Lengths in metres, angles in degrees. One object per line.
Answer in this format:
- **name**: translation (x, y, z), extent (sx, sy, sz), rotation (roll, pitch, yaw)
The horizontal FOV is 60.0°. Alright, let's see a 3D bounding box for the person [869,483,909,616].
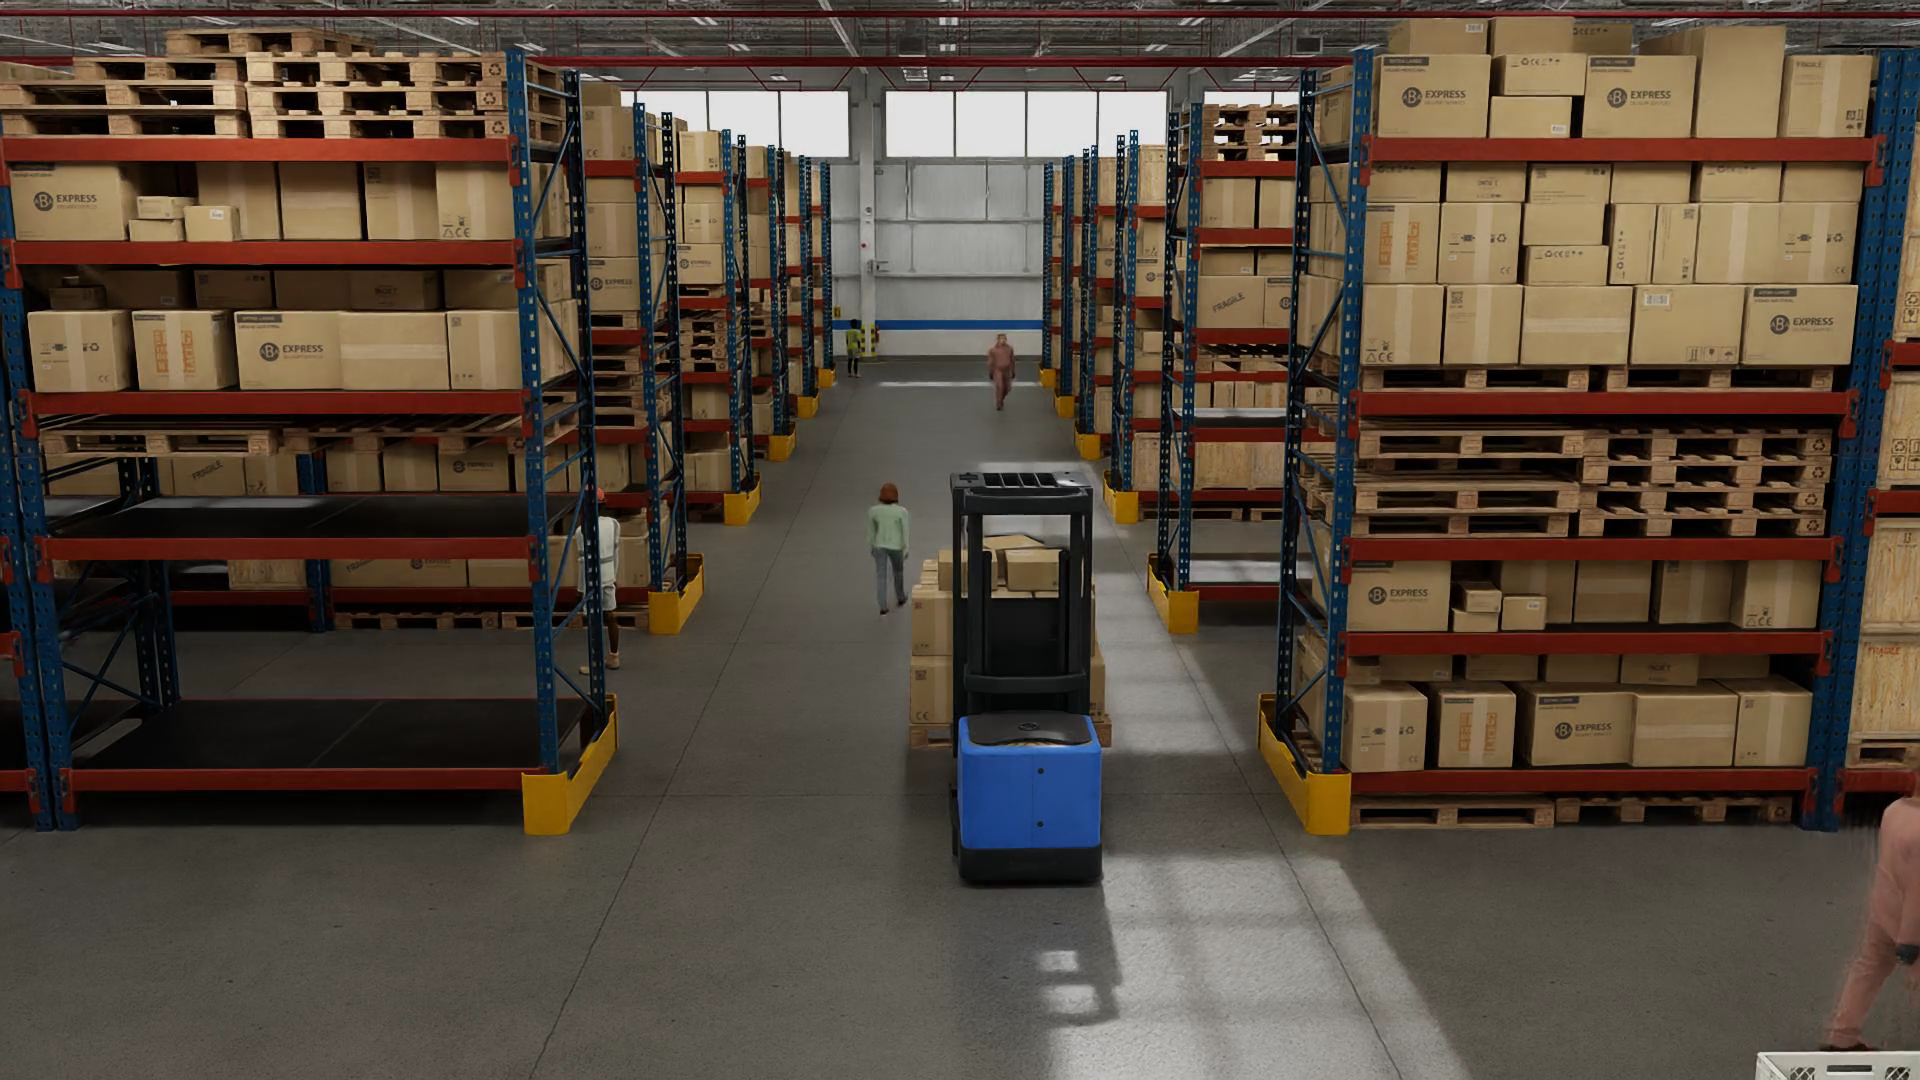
- **person**: translation (-0.851, 0.088, 20.431), extent (0.523, 1.592, 0.801), rotation (2, 12, 11)

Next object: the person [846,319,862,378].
- **person**: translation (-3.080, -5.531, 48.058), extent (0.536, 1.696, 0.322), rotation (10, 15, 40)

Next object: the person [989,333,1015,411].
- **person**: translation (1.009, -4.101, 40.491), extent (0.665, 1.889, 0.506), rotation (-4, 12, -19)

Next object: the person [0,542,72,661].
- **person**: translation (-10.256, 0.492, 18.264), extent (0.744, 1.666, 0.535), rotation (-1, 11, -5)

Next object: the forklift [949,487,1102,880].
- **forklift**: translation (0.495, 0.986, 12.813), extent (1.129, 2.768, 1.873), rotation (0, 11, -2)

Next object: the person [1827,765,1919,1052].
- **person**: translation (5.543, 2.160, 9.525), extent (0.944, 1.859, 0.677), rotation (2, 12, 11)

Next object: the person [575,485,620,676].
- **person**: translation (-3.867, 0.427, 17.667), extent (0.379, 2.044, 0.607), rotation (6, 13, 27)
